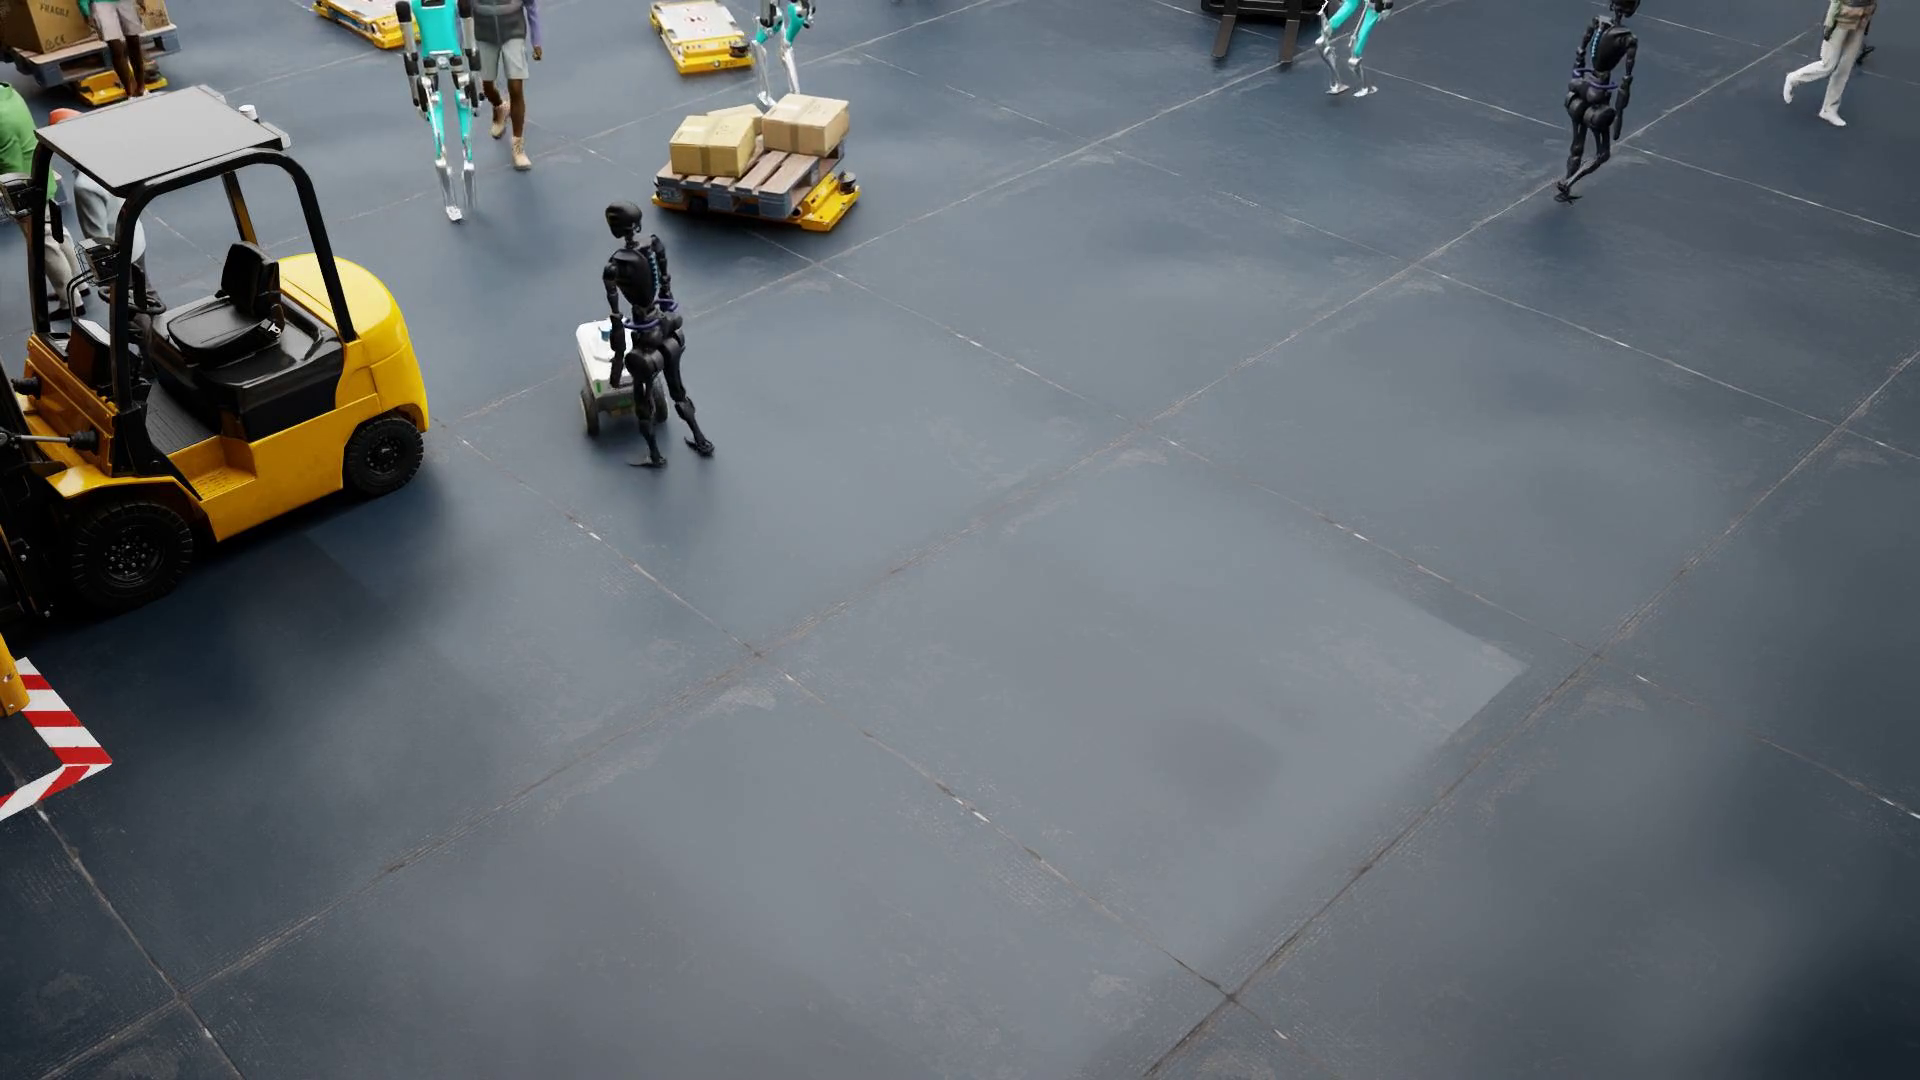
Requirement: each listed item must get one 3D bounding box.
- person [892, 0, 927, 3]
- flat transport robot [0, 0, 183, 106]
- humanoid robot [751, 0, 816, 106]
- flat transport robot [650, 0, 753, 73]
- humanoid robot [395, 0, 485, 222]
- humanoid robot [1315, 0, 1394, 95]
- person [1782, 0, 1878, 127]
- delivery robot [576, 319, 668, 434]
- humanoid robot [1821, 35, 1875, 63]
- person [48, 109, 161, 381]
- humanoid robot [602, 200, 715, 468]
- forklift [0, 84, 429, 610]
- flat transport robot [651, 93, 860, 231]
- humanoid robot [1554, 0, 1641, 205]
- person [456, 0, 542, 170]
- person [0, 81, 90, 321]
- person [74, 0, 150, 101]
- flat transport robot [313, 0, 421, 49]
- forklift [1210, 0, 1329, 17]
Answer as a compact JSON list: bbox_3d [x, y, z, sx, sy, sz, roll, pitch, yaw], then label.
[{"bbox_3d":[-0.513,-6.083,15.750,0.627,1.936,0.375,-1,37,-2],"label":"person"},{"bbox_3d":[-7.577,-4.144,14.543,1.431,0.231,0.659,30,46,34],"label":"flat transport robot"},{"bbox_3d":[-1.535,-4.377,13.644,0.543,1.783,0.825,-24,43,-29],"label":"humanoid robot"},{"bbox_3d":[-2.380,-4.624,15.187,0.659,0.231,1.431,-12,38,-15],"label":"flat transport robot"},{"bbox_3d":[-3.669,-3.085,12.003,0.541,1.872,0.816,-9,38,-12],"label":"humanoid robot"},{"bbox_3d":[3.282,-4.464,13.750,0.910,1.761,0.540,-30,46,-34],"label":"humanoid robot"},{"bbox_3d":[7.161,-4.201,13.479,0.531,1.621,0.516,-14,39,-18],"label":"person"},{"bbox_3d":[-2.103,-1.033,10.135,0.499,0.589,0.775,-12,38,-16],"label":"delivery robot"},{"bbox_3d":[8.060,-5.082,14.667,0.597,1.647,0.742,-9,38,-12],"label":"humanoid robot"},{"bbox_3d":[-5.185,-1.799,10.174,0.352,1.742,0.572,-4,37,-6],"label":"person"},{"bbox_3d":[-1.731,-1.133,9.353,0.386,1.653,0.583,16,39,20],"label":"humanoid robot"},{"bbox_3d":[-4.145,-1.093,8.856,2.313,2.155,1.214,-31,47,-34],"label":"forklift"},{"bbox_3d":[-1.539,-2.626,12.511,1.431,0.231,0.659,11,38,15],"label":"flat transport robot"},{"bbox_3d":[4.582,-3.226,12.146,0.424,1.645,0.611,-14,39,-18],"label":"humanoid robot"},{"bbox_3d":[-3.544,-3.903,12.770,0.660,2.012,0.744,-8,37,-10],"label":"person"},{"bbox_3d":[-6.072,-2.292,10.804,0.386,1.779,0.538,-9,38,-12],"label":"person"},{"bbox_3d":[-6.980,-4.435,13.641,0.531,1.838,0.426,-23,43,-28],"label":"person"},{"bbox_3d":[-5.462,-4.959,15.635,0.659,0.231,1.431,-29,45,-33],"label":"flat transport robot"},{"bbox_3d":[3.106,-6.400,15.960,1.214,2.155,2.313,8,37,10],"label":"forklift"}]
